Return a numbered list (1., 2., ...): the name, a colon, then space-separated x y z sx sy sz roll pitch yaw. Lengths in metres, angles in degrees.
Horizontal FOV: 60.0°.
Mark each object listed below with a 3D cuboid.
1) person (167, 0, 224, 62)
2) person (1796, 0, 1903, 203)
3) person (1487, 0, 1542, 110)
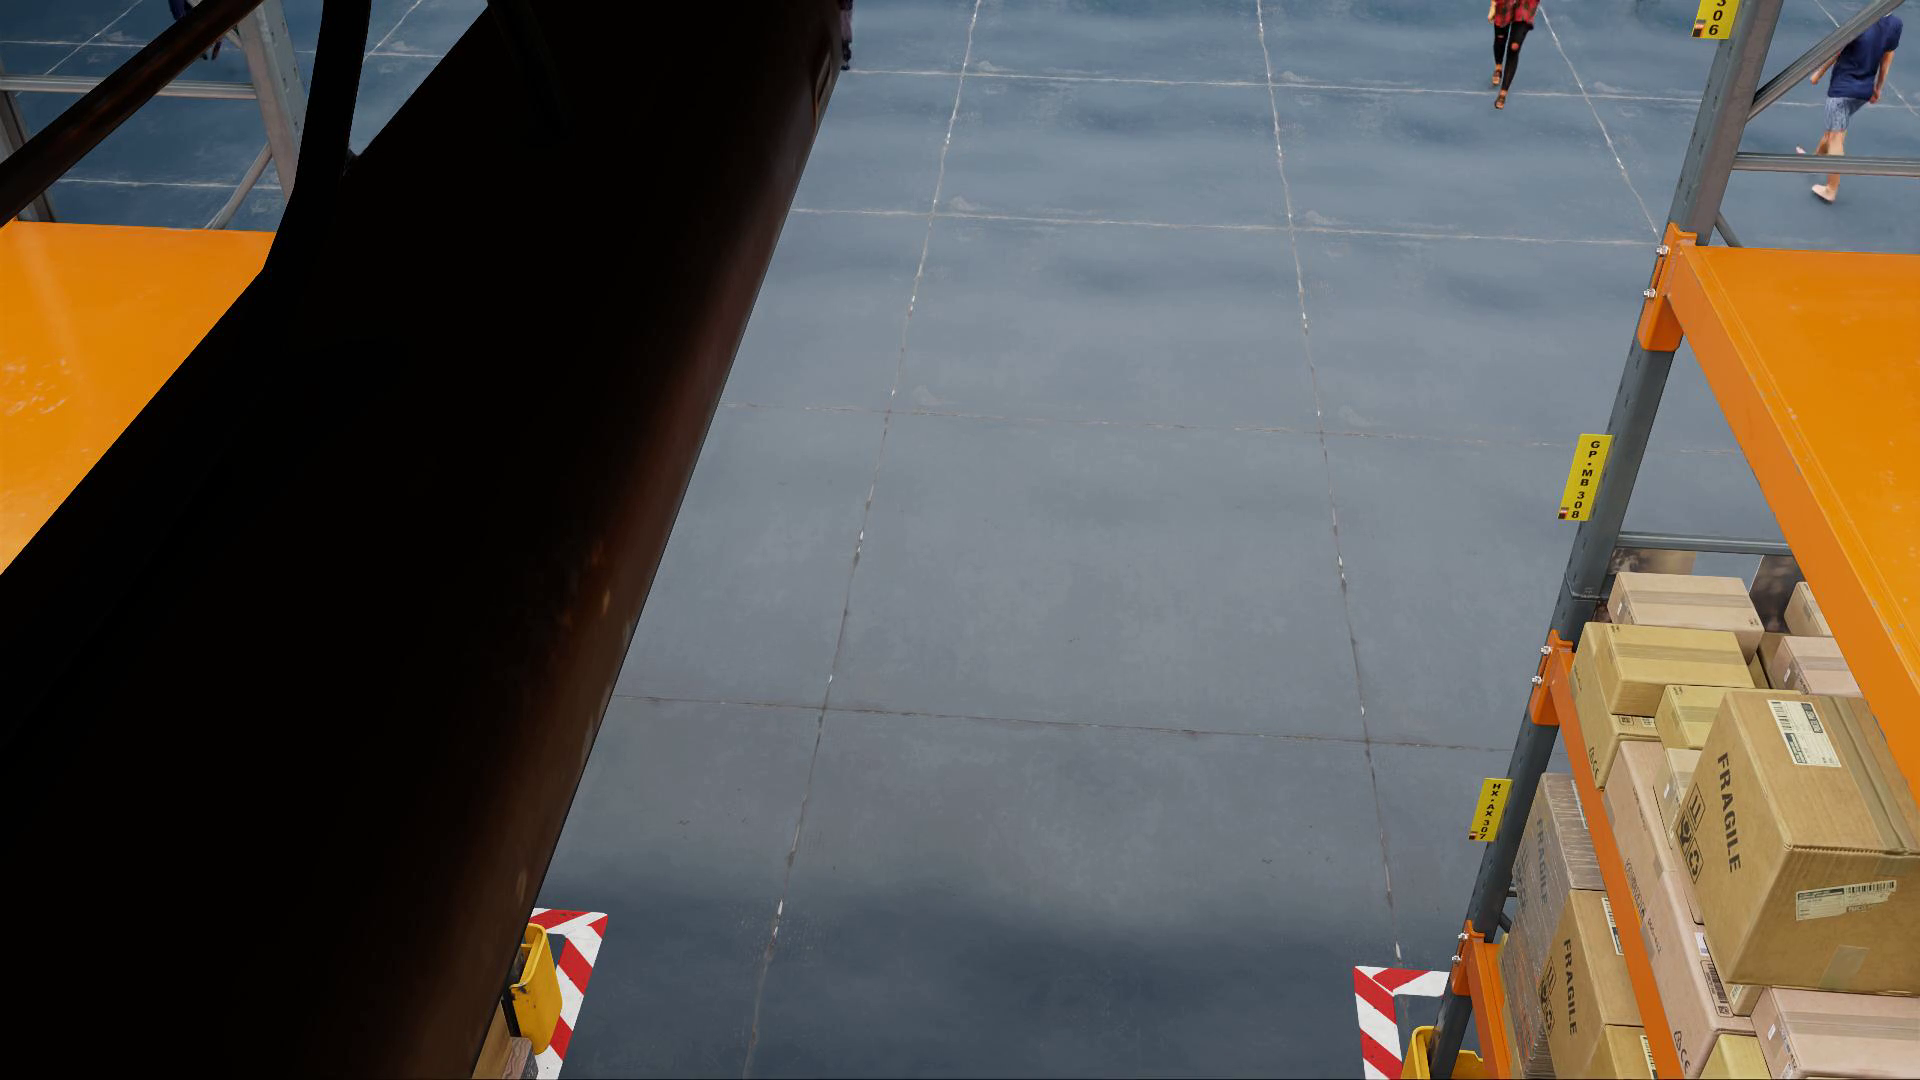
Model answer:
1. person: -7.475 -5.423 16.043 0.822 1.709 0.860 17 41 21
2. person: 7.408 -3.679 13.731 0.792 1.810 1.096 -7 39 -8
3. person: 5.138 -4.932 15.454 0.837 1.660 1.161 14 40 17
